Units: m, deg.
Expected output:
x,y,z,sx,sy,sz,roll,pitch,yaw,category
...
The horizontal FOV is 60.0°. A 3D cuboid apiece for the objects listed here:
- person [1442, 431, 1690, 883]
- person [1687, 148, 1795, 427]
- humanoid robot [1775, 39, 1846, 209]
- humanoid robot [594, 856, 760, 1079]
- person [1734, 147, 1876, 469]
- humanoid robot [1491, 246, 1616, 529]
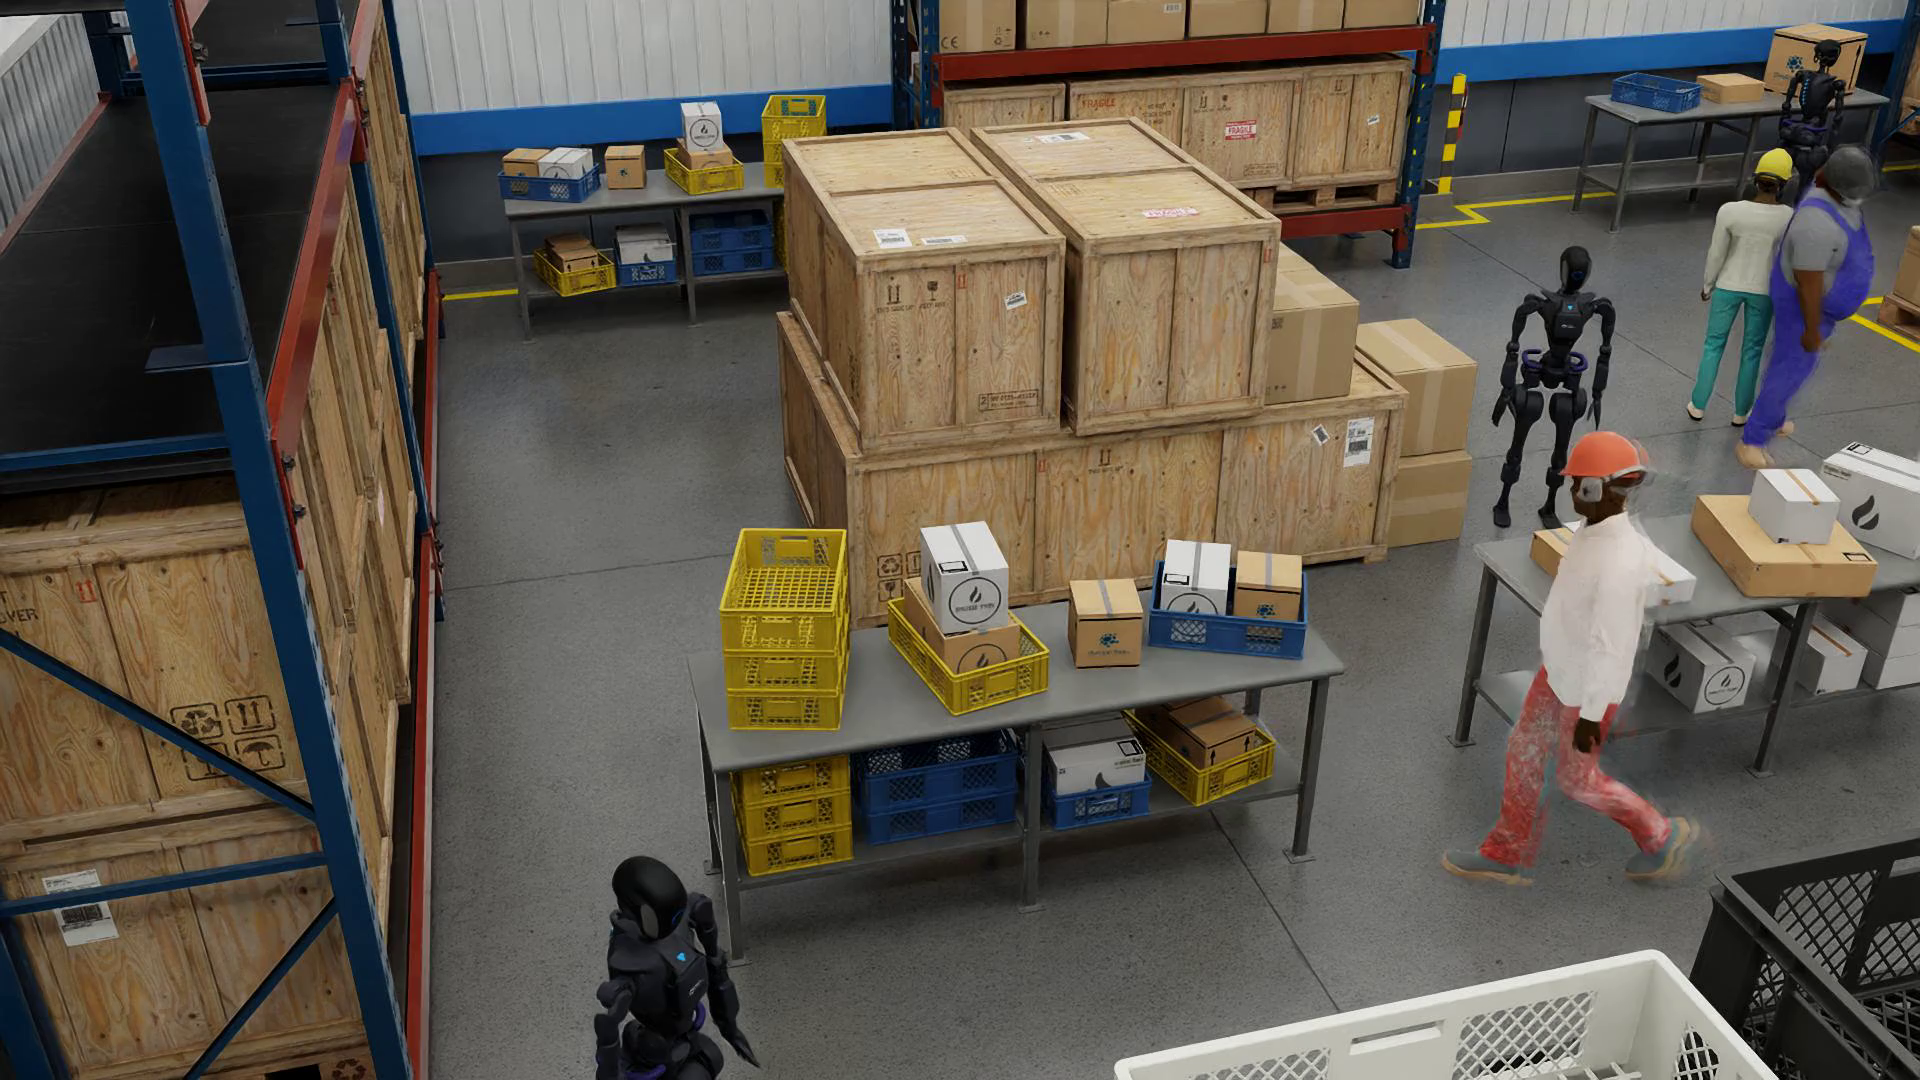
x,y,z,sx,sy,sz,roll,pitch,yaw,category
2.463,0.523,6.435,0.866,1.930,0.649,3,29,5,person
4.916,-1.566,10.405,0.524,1.769,0.313,14,32,24,person
6.837,-3.206,13.461,0.327,1.657,0.591,-13,31,-22,humanoid robot
-0.832,1.562,4.820,0.327,1.647,0.598,13,31,22,humanoid robot
5.101,-1.444,9.903,0.534,2.000,0.782,14,32,24,person
3.248,-0.825,9.150,0.579,1.651,0.308,4,29,8,humanoid robot
